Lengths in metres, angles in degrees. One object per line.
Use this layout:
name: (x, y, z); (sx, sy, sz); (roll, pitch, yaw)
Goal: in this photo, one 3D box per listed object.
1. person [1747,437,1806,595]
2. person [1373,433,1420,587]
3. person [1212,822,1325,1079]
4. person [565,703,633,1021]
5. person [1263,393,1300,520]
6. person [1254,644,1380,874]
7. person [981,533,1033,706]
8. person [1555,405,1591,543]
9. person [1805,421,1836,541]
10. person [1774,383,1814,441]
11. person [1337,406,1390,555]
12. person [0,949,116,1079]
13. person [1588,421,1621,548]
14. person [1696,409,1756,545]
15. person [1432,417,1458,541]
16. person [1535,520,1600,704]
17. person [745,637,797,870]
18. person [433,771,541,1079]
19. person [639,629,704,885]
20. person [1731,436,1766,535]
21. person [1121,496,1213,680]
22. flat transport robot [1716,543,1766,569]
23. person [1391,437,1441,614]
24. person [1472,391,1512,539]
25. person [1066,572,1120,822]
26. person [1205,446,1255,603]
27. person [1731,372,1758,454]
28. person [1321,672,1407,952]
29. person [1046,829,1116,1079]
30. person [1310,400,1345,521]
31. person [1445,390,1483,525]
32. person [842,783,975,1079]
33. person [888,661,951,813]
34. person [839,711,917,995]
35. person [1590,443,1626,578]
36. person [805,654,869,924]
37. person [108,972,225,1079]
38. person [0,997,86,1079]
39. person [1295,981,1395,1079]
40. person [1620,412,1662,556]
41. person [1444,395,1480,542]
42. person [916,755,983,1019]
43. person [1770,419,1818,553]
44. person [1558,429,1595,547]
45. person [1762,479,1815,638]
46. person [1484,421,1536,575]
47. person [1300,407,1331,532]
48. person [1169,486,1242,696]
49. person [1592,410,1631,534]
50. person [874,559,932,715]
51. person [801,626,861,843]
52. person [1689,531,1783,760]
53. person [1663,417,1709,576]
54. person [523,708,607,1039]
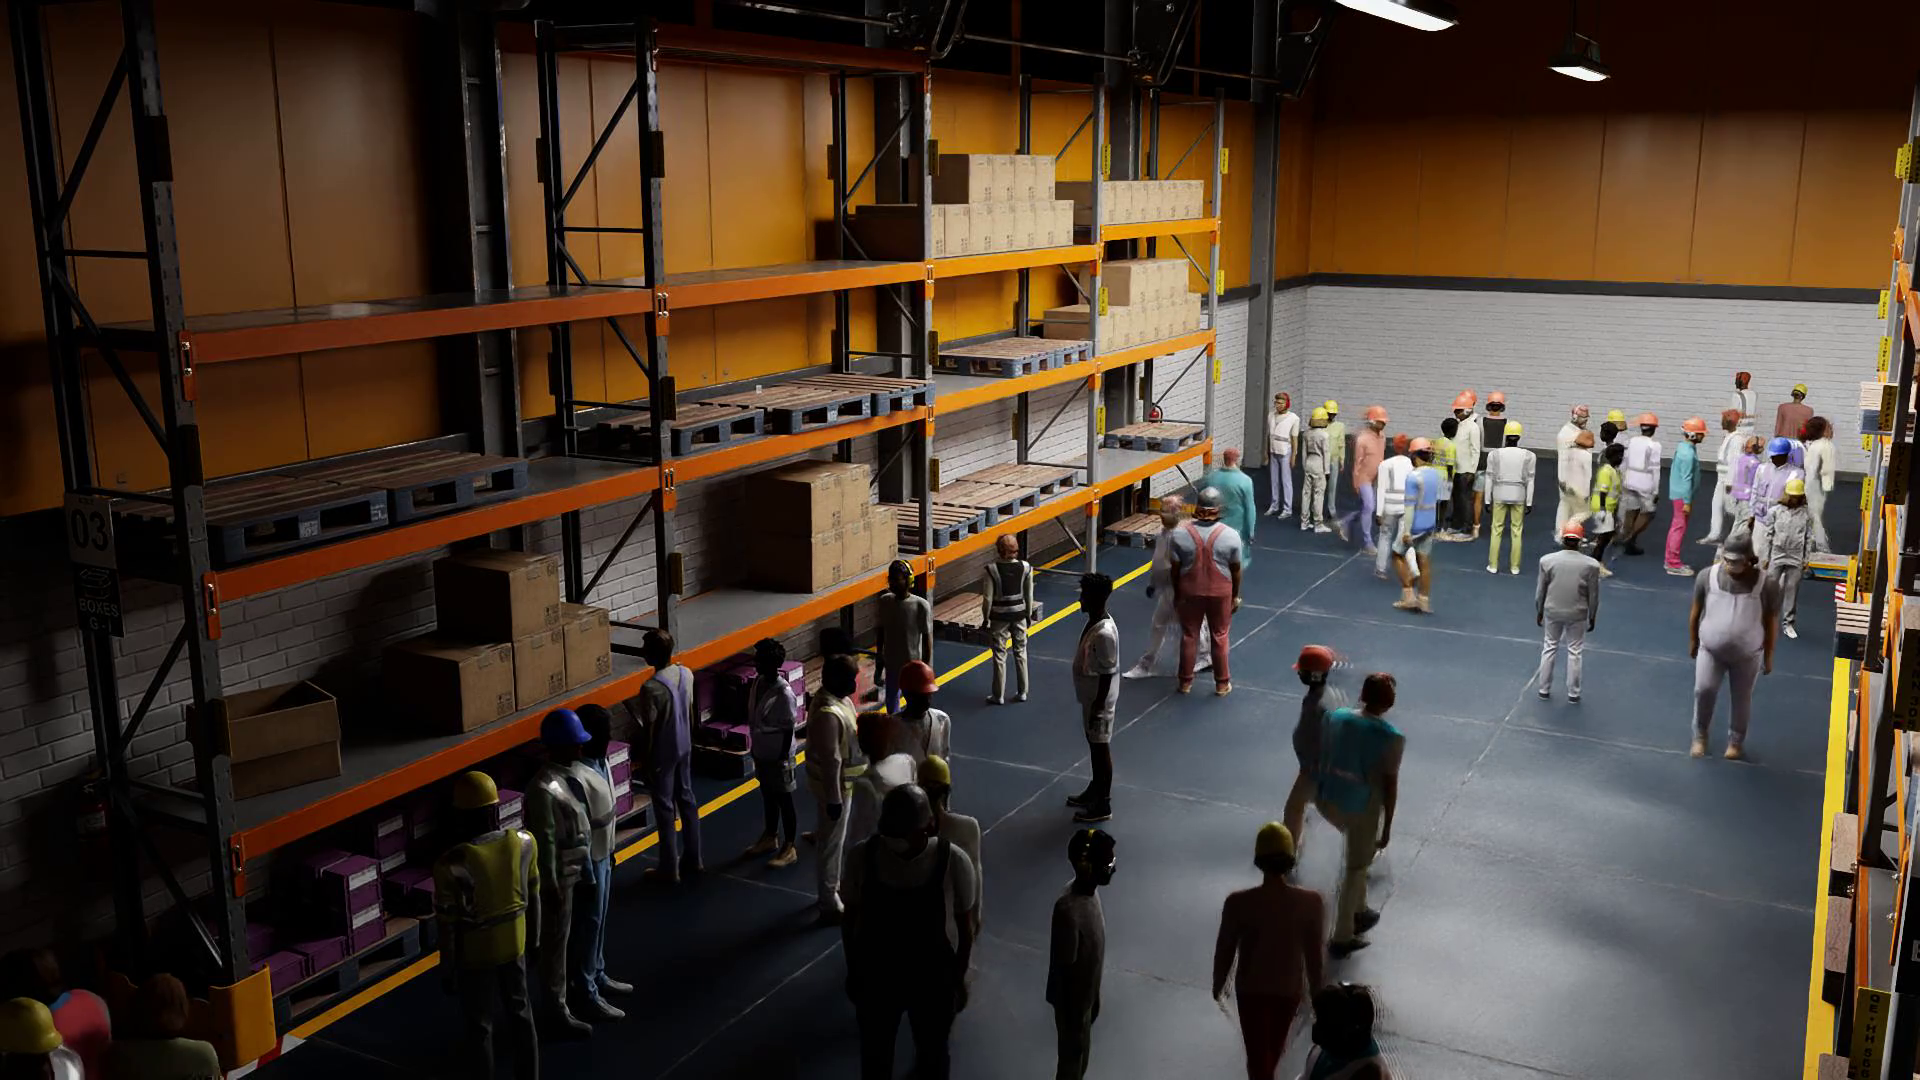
person: (9.512, -0.247, 19.445); (0.402, 1.940, 0.602); (-10, 16, -37)
person: (5.356, -0.374, 20.226); (0.598, 1.850, 0.906); (-2, 13, -10)
person: (1.575, 2.272, 8.636); (0.547, 1.717, 0.877); (-2, 13, -7)
person: (-2.199, 1.894, 9.907); (0.391, 1.919, 0.593); (0, 13, -1)
person: (4.669, -1.224, 24.058); (0.382, 1.836, 0.565); (-8, 15, -32)
person: (2.588, 1.569, 11.826); (0.833, 1.718, 0.566); (2, 13, 10)
person: (0.447, 0.746, 15.677); (0.522, 1.638, 0.310); (-5, 13, -21)
person: (8.271, -0.880, 22.388); (0.652, 1.896, 0.402); (-12, 17, -42)
person: (11.677, -0.807, 22.641); (0.280, 1.633, 0.502); (-5, 14, -22)
person: (12.850, -1.541, 25.663); (0.533, 1.752, 0.342); (10, 16, 38)
person: (5.305, -0.812, 21.894); (0.628, 1.973, 0.692); (-12, 17, -43)
person: (-3.767, 2.587, 7.048); (0.437, 1.823, 0.628); (0, 13, -2)
person: (8.640, -0.736, 22.197); (0.320, 1.694, 0.533); (7, 15, 30)
person: (10.386, -0.822, 22.226); (0.794, 1.861, 0.587); (3, 13, 13)
person: (6.579, -0.831, 22.628); (0.320, 1.690, 0.541); (-1, 13, -4)
person: (5.748, 0.673, 15.769); (0.569, 1.743, 0.349); (7, 14, 27)
person: (-1.363, 1.529, 12.043); (0.318, 1.697, 0.535); (-9, 15, -35)
person: (-2.492, 2.145, 8.786); (0.588, 1.918, 0.390); (-12, 17, -43)
person: (-2.071, 1.521, 11.773); (0.334, 1.838, 0.508); (8, 15, 32)
person: (10.141, -0.535, 21.436); (0.315, 1.631, 0.524); (1, 13, 5)
person: (2.129, 0.464, 16.472); (1.006, 1.862, 0.648); (-2, 13, -9)
flat transport robot: (9.812, 0.287, 20.820); (0.652, 0.197, 1.431); (6, 14, 26)
person: (5.202, -0.163, 18.925); (0.619, 2.005, 0.546); (-10, 16, -37)
person: (7.233, -1.010, 22.662); (0.611, 2.032, 0.411); (3, 13, 14)
person: (1.045, 1.202, 12.895); (0.367, 1.967, 0.607); (-1, 13, -4)
person: (3.063, -0.134, 19.063); (0.582, 1.883, 0.664); (-12, 17, -42)
person: (12.270, -1.708, 26.140); (0.574, 1.876, 0.354); (-8, 15, -32)
person: (2.629, 1.747, 10.865); (0.773, 1.787, 0.576); (-9, 16, -36)
person: (0.597, 2.301, 8.232); (0.329, 1.861, 0.505); (3, 13, 15)
person: (5.262, -1.134, 23.825); (0.525, 1.760, 0.341); (-2, 13, -8)
person: (7.176, -1.177, 23.641); (0.385, 1.929, 0.543); (-7, 14, -28)
person: (-0.273, 2.176, 8.366); (0.672, 2.000, 0.536); (1, 13, 6)
person: (-0.279, 1.711, 10.673); (0.545, 1.943, 0.348); (-8, 15, -33)
person: (-0.431, 1.918, 9.920); (0.490, 1.869, 0.574); (6, 14, 25)
person: (7.979, -0.366, 20.576); (0.345, 1.680, 0.558); (7, 15, 30)
person: (-0.821, 1.650, 11.191); (0.430, 1.835, 0.626); (0, 13, 0)
person: (-3.429, 2.624, 7.320); (0.519, 1.604, 0.722); (0, 13, 0)
person: (-3.684, 2.671, 6.647); (0.403, 1.824, 0.594); (6, 14, 25)
person: (1.507, 2.641, 6.754); (0.467, 1.839, 0.649); (0, 13, 1)
person: (8.831, -0.707, 21.588); (0.512, 1.904, 0.585); (-7, 14, -29)
person: (6.805, -0.978, 22.589); (0.397, 1.992, 0.623); (-2, 13, -11)
person: (-0.145, 2.064, 9.557); (0.544, 1.727, 0.840); (0, 13, 0)
person: (10.944, -0.654, 21.552); (0.803, 1.813, 0.561); (8, 15, 31)
person: (8.213, -0.676, 22.103); (0.407, 1.618, 0.503); (-2, 13, -7)
person: (8.901, 0.197, 17.902); (0.494, 1.740, 0.306); (3, 13, 12)
person: (6.826, -0.518, 20.708); (0.589, 1.919, 0.395); (3, 13, 15)
person: (4.974, -0.982, 23.177); (0.299, 1.745, 0.483); (-9, 15, -34)
person: (2.356, 0.482, 15.951); (0.683, 2.000, 0.538); (3, 13, 13)
person: (9.017, -0.931, 22.976); (0.483, 1.738, 0.320); (-7, 14, -28)
person: (-0.483, 1.070, 13.705); (0.532, 1.870, 0.319); (6, 14, 27)
person: (-0.859, 1.460, 12.383); (0.630, 1.678, 0.548); (4, 13, 18)
person: (6.548, 0.894, 14.105); (0.697, 2.000, 0.626); (7, 14, 28)
person: (9.023, -0.543, 20.680); (0.396, 1.989, 0.619); (4, 13, 18)
person: (-2.310, 1.920, 9.720); (0.390, 1.949, 0.602); (1, 13, 6)
